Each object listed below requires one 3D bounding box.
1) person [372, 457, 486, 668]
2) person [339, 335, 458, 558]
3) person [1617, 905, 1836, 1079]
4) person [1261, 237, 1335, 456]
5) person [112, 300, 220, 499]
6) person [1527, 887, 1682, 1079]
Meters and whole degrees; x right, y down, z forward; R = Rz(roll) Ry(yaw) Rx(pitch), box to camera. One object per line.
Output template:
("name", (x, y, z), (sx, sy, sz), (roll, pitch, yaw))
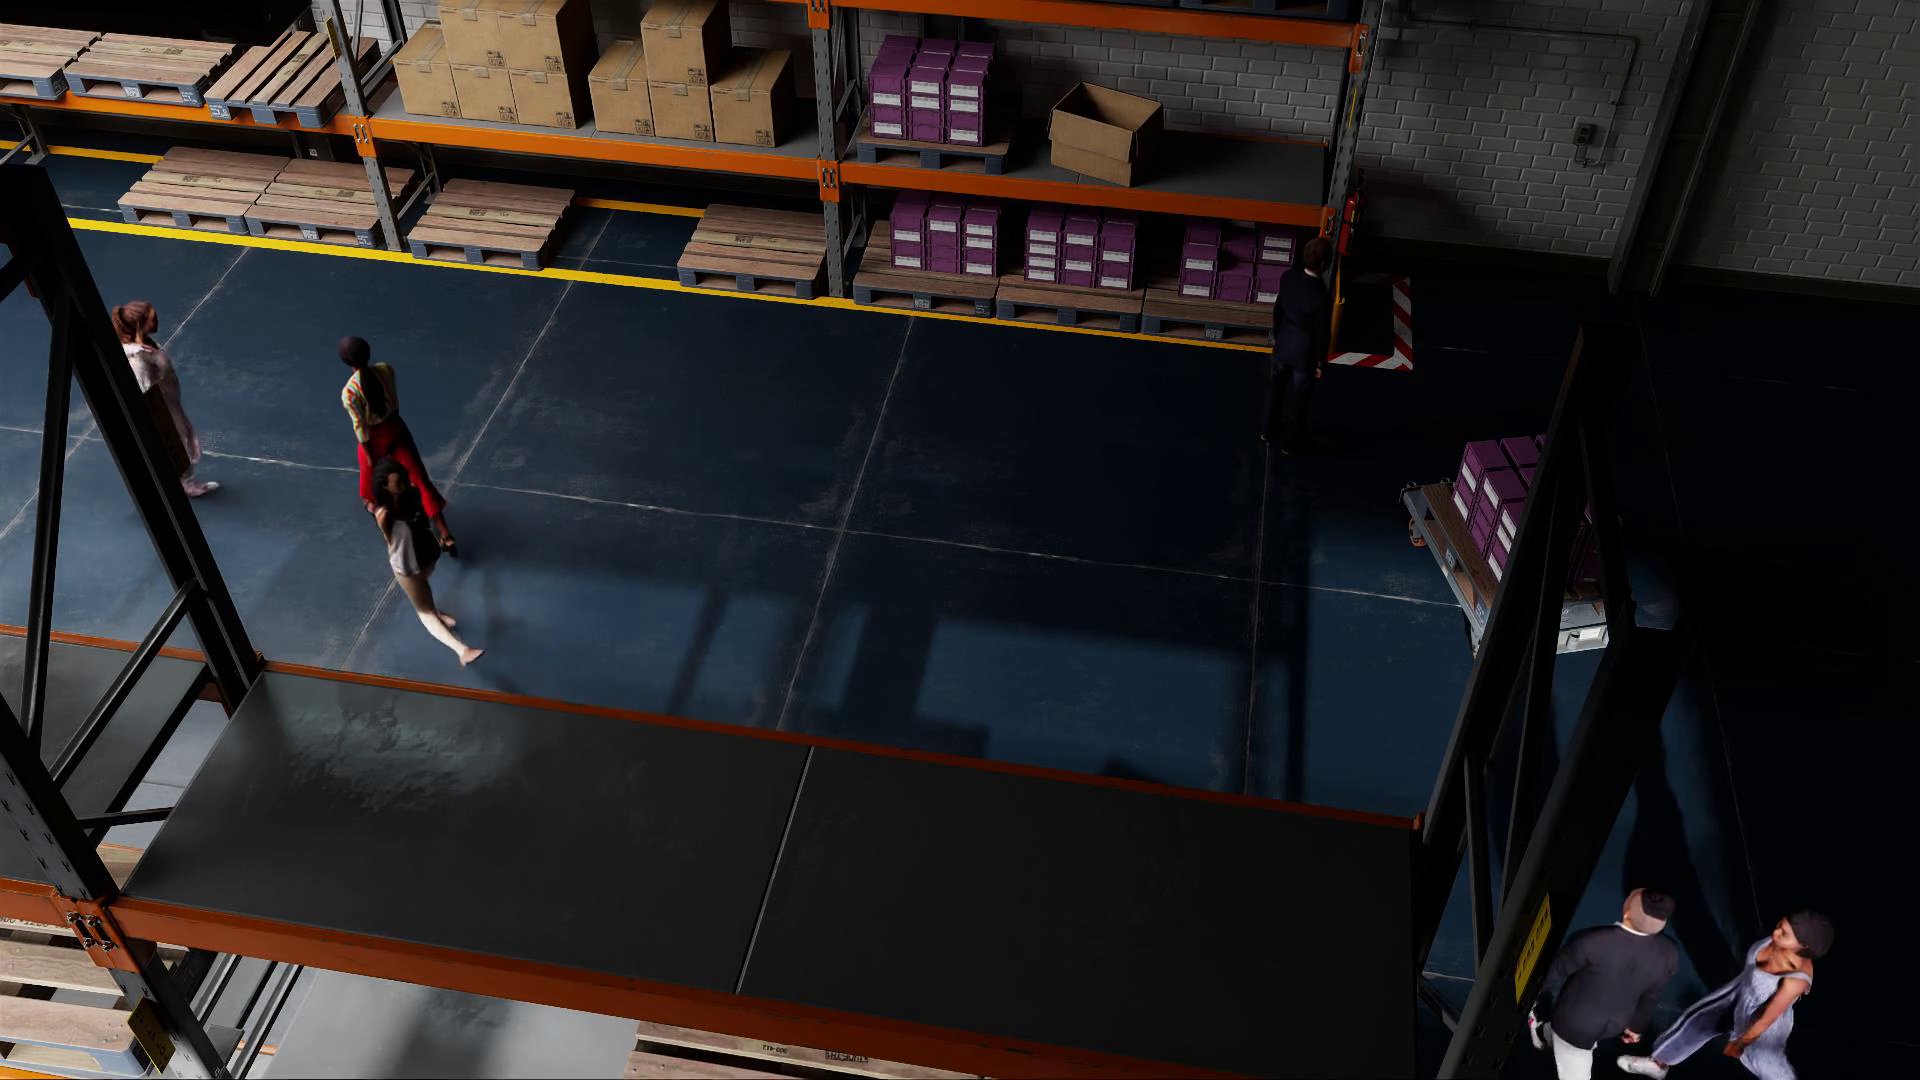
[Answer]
("person", (-3.378, 0.154, 10.664), (1.043, 1.623, 0.727), (14, 45, 14))
("person", (-3.847, -0.600, 11.374), (1.251, 1.736, 0.961), (28, 50, 26))
("person", (4.070, 2.383, 8.301), (1.136, 1.655, 0.577), (6, 44, 7))
("person", (2.491, -1.432, 12.190), (0.820, 1.815, 0.768), (-25, 49, -24))
("person", (-5.745, -0.920, 11.758), (0.899, 1.669, 0.836), (-16, 46, -16))
("person", (3.113, 2.395, 8.117), (1.298, 1.892, 1.003), (-3, 44, -4))
